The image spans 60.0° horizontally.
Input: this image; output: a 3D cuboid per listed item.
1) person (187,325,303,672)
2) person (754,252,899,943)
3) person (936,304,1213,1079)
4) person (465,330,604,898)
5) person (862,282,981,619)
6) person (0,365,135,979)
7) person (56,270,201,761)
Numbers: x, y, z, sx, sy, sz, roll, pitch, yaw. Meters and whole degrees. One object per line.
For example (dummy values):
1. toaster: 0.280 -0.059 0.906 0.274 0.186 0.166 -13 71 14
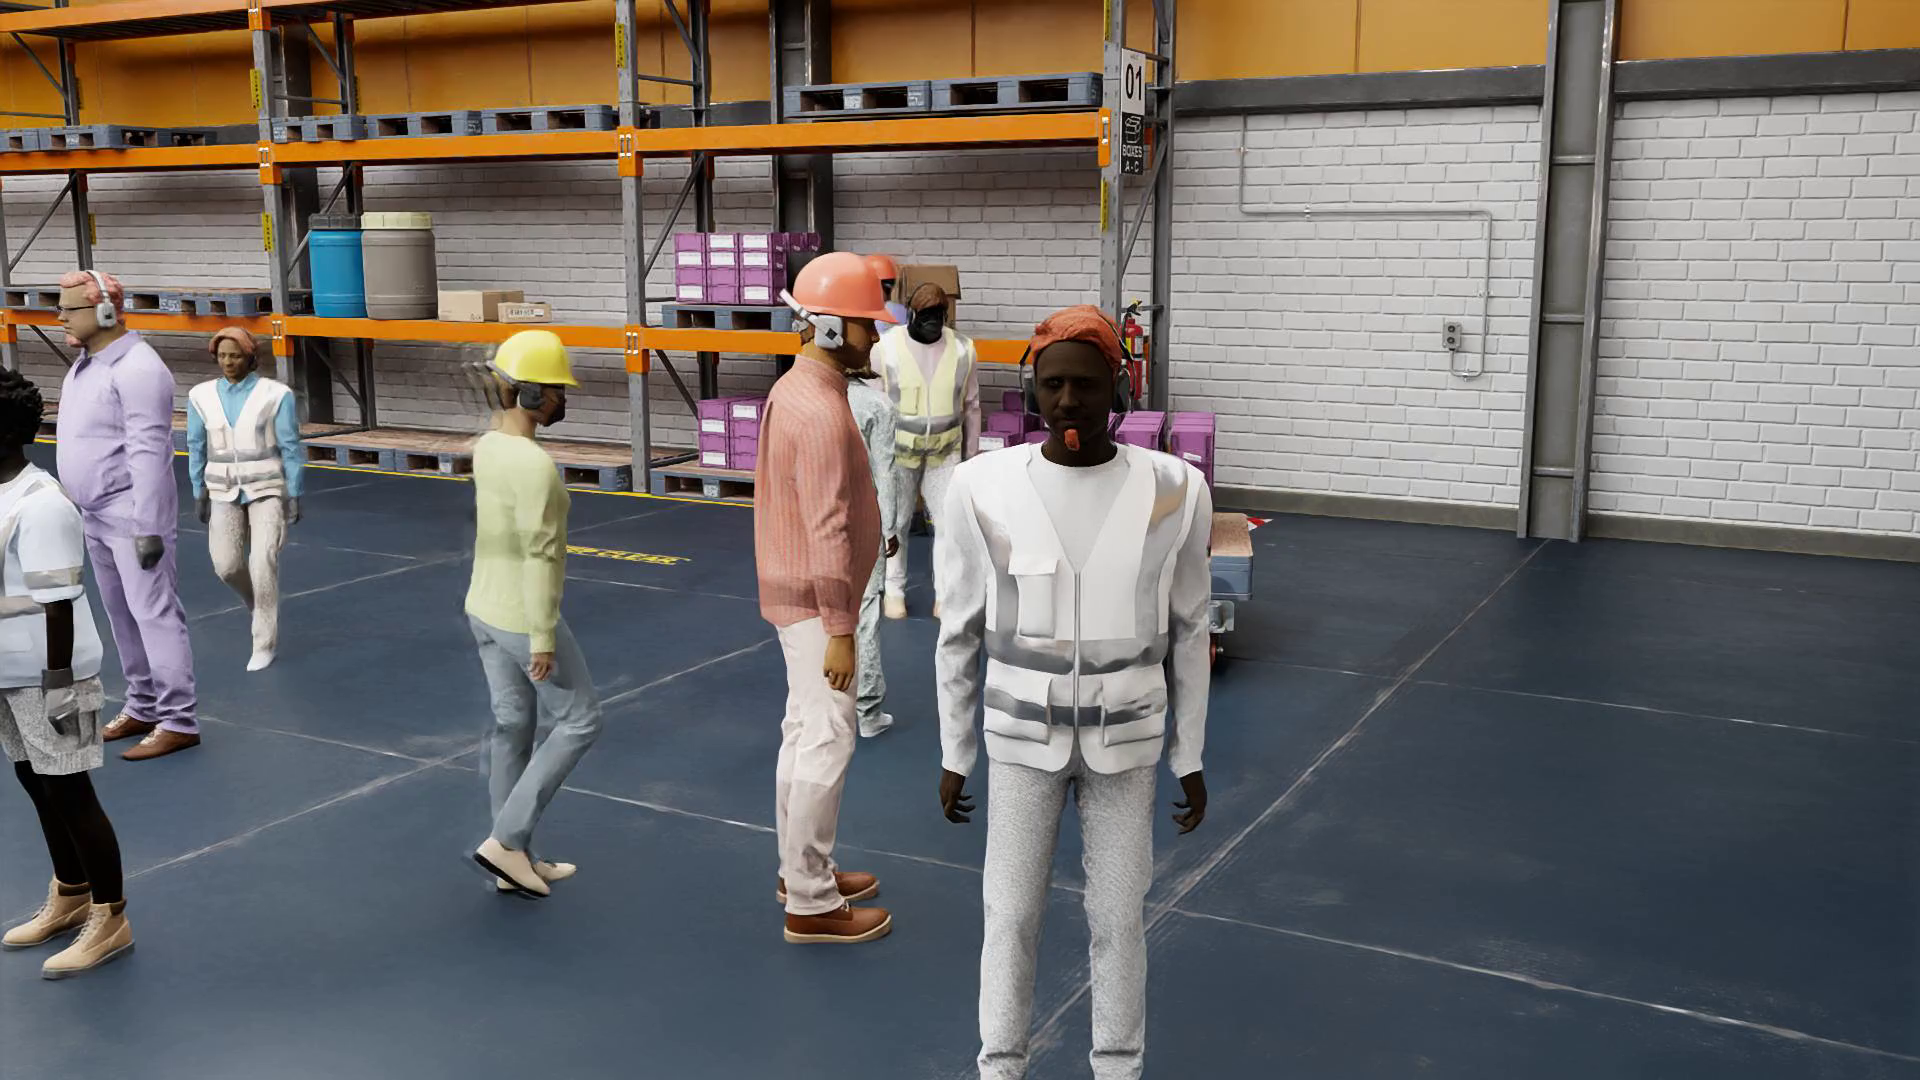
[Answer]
1. person: -3.376 -0.215 7.933 0.525 1.617 0.562 0 10 -2
2. person: -0.377 0.177 4.776 0.410 1.980 0.624 -2 11 -13
3. person: 0.240 0.446 3.555 0.585 1.882 0.337 1 10 3
4. person: -1.309 0.238 5.084 0.364 1.749 0.524 -8 13 -38
5. person: -0.207 -0.438 8.664 0.652 1.792 0.753 -2 11 -12
6. person: -2.557 0.359 4.579 0.539 1.693 0.322 9 14 40
7. person: -3.287 -0.094 6.496 0.640 1.899 0.395 9 14 40
